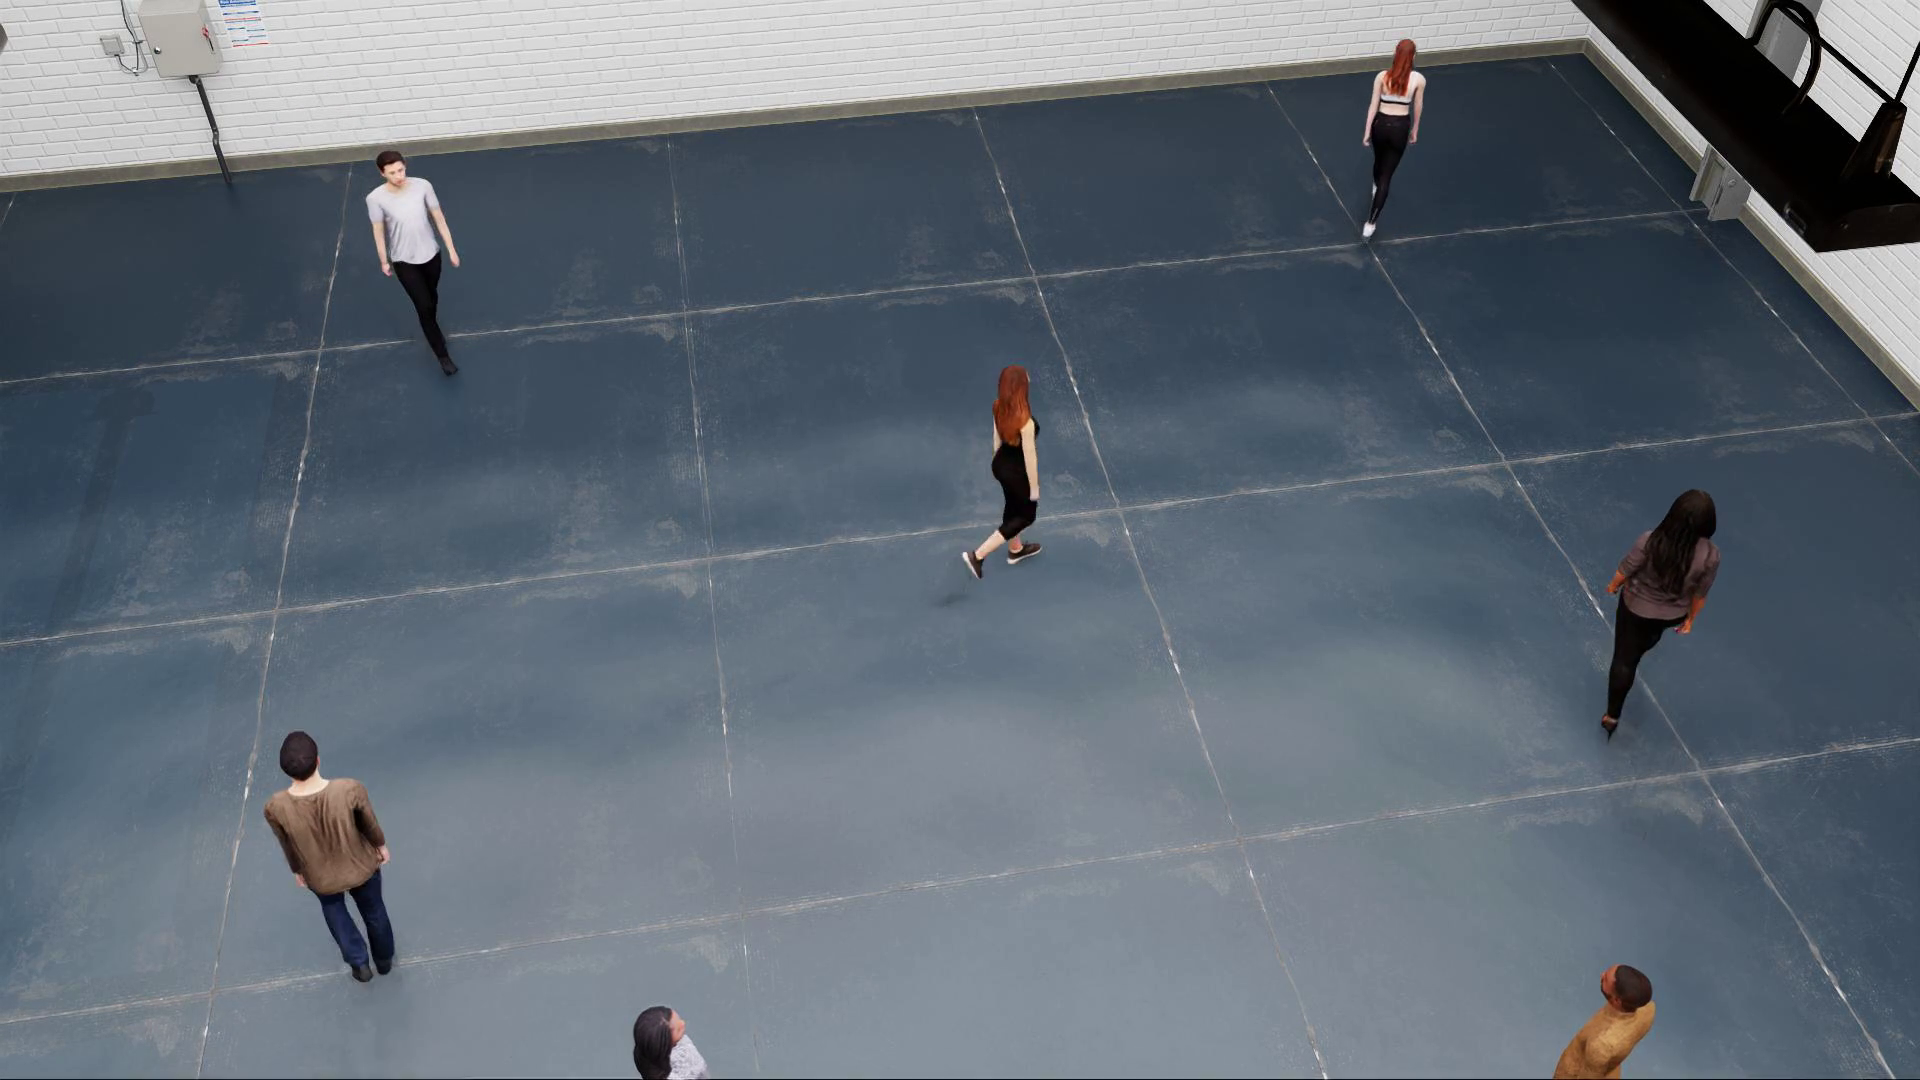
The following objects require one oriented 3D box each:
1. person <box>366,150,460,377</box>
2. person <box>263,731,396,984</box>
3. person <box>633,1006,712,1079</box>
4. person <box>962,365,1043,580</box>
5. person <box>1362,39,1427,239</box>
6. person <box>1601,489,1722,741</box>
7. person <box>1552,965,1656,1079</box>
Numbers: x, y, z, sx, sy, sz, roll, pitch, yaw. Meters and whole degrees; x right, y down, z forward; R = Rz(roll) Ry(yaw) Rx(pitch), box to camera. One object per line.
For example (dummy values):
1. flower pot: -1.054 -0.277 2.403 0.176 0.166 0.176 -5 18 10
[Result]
1. person: -4.259 -2.243 12.966 1.006 1.826 1.241 -25 49 -24
2. person: -3.261 1.761 8.728 0.703 1.875 0.722 -14 45 -14
3. person: -1.313 2.702 7.849 0.727 1.724 0.599 -26 49 -25
4. person: 0.295 -0.415 11.127 0.827 1.716 0.924 -22 48 -21
5. person: 3.692 -3.418 14.300 0.993 1.688 1.284 12 45 12
6. person: 4.199 0.508 10.098 0.971 1.800 1.215 10 44 10
7. person: 2.982 2.575 7.916 0.736 1.816 0.720 34 53 30
